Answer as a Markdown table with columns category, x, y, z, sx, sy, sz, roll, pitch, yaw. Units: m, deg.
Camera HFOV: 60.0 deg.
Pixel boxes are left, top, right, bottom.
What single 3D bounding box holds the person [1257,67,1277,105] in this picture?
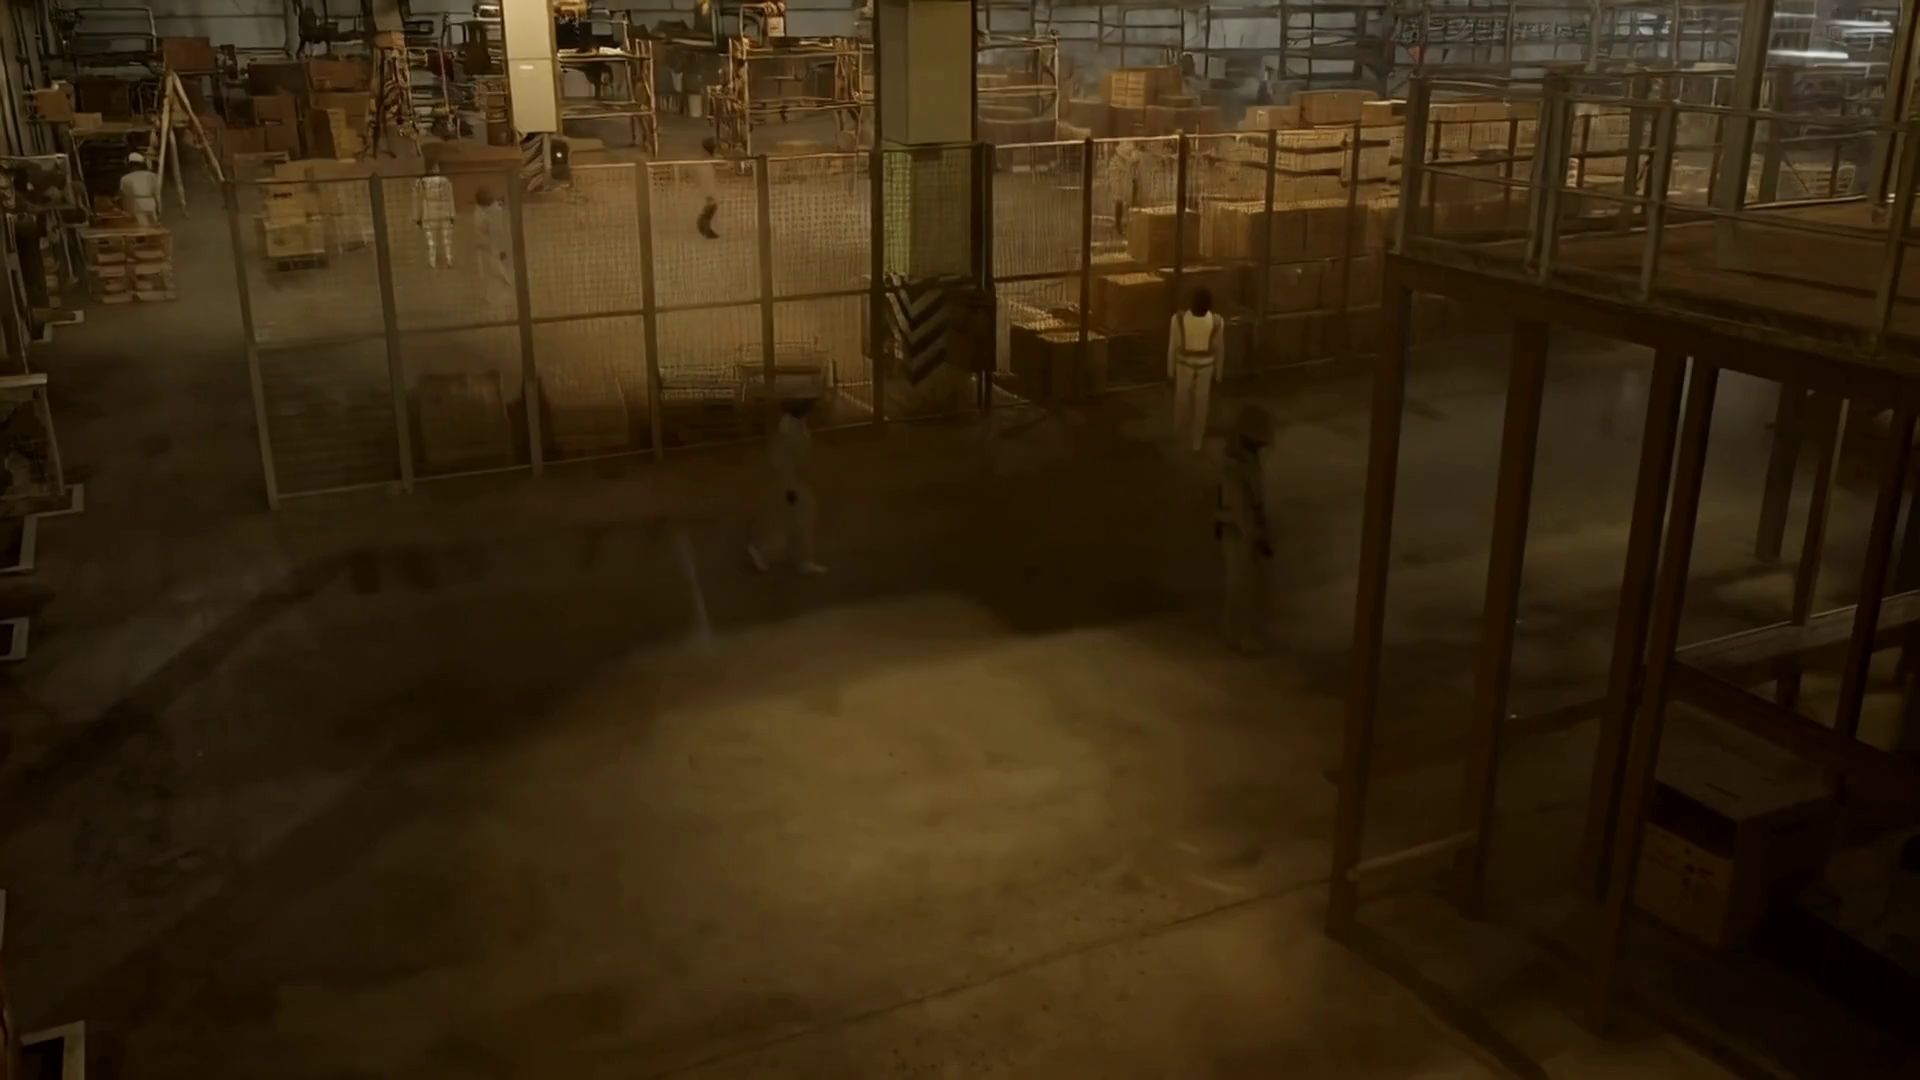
| category | x | y | z | sx | sy | sz | roll | pitch | yaw |
| --- | --- | --- | --- | --- | --- | --- | --- | --- | --- |
| person | 9.566 | -13.690 | 51.622 | 0.966 | 2.000 | 0.692 | -8 | 21 | -22 |

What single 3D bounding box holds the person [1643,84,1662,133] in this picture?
| category | x | y | z | sx | sy | sz | roll | pitch | yaw |
| --- | --- | --- | --- | --- | --- | --- | --- | --- | --- |
| person | 19.716 | -12.133 | 47.518 | 0.597 | 1.779 | 0.950 | -5 | 20 | -13 |

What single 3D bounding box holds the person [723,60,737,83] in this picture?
| category | x | y | z | sx | sy | sz | roll | pitch | yaw |
| --- | --- | --- | --- | --- | --- | --- | --- | --- | --- |
| person | -7.777 | -15.364 | 56.665 | 0.624 | 1.912 | 0.625 | -9 | 21 | -25 |

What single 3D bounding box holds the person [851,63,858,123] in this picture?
| category | x | y | z | sx | sy | sz | roll | pitch | yaw |
| --- | --- | --- | --- | --- | --- | --- | --- | --- | --- |
| person | -3.492 | -14.709 | 54.747 | 0.370 | 1.929 | 0.585 | 2 | 19 | 6 |

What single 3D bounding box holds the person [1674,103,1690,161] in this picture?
| category | x | y | z | sx | sy | sz | roll | pitch | yaw |
| --- | --- | --- | --- | --- | --- | --- | --- | --- | --- |
| person | 17.256 | -9.595 | 40.086 | 0.535 | 1.821 | 0.978 | -2 | 19 | -7 |

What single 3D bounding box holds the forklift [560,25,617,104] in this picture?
| category | x | y | z | sx | sy | sz | roll | pitch | yaw |
| --- | --- | --- | --- | --- | --- | --- | --- | --- | --- |
| forklift | -14.056 | -17.891 | 62.534 | 1.873 | 2.768 | 1.129 | -9 | 21 | -25 |

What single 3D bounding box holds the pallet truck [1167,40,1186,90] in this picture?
| category | x | y | z | sx | sy | sz | roll | pitch | yaw |
| --- | --- | --- | --- | --- | --- | --- | --- | --- | --- |
| pallet truck | 9.045 | -19.971 | 69.895 | 0.823 | 1.965 | 1.885 | -3 | 19 | -8 |

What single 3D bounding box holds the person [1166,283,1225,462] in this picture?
| category | x | y | z | sx | sy | sz | roll | pitch | yaw |
| --- | --- | --- | --- | --- | --- | --- | --- | --- | --- |
| person | 2.437 | -1.743 | 17.253 | 0.598 | 1.865 | 0.461 | 0 | 19 | 1 |

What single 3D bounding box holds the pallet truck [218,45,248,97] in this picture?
| category | x | y | z | sx | sy | sz | roll | pitch | yaw |
| --- | --- | --- | --- | --- | --- | --- | --- | --- | --- |
| pallet truck | -28.879 | -18.665 | 66.111 | 0.823 | 1.965 | 1.885 | -3 | 19 | -9 |

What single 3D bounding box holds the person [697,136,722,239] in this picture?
| category | x | y | z | sx | sy | sz | roll | pitch | yaw |
| --- | --- | --- | --- | --- | --- | --- | --- | --- | --- |
| person | -4.769 | -6.663 | 31.430 | 0.505 | 1.926 | 0.547 | 8 | 20 | 21 |

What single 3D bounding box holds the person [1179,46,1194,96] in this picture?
| category | x | y | z | sx | sy | sz | roll | pitch | yaw |
| --- | --- | --- | --- | --- | --- | --- | --- | --- | --- |
| person | 8.888 | -18.421 | 65.441 | 0.614 | 1.966 | 0.760 | 0 | 19 | 1 |

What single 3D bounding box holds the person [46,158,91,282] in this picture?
| category | x | y | z | sx | sy | sz | roll | pitch | yaw |
| --- | --- | --- | --- | --- | --- | --- | --- | --- | --- |
| person | -14.500 | -5.215 | 27.124 | 0.612 | 1.996 | 0.389 | -16 | 25 | -39 |

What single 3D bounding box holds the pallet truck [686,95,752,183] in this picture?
| category | x | y | z | sx | sy | sz | roll | pitch | yaw |
| --- | --- | --- | --- | --- | --- | --- | --- | --- | --- |
| pallet truck | -5.836 | -9.608 | 39.856 | 0.823 | 1.965 | 1.885 | 10 | 22 | 27 |

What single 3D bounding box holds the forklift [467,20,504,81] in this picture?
| category | x | y | z | sx | sy | sz | roll | pitch | yaw |
| --- | --- | --- | --- | --- | --- | --- | --- | --- | --- |
| forklift | -19.931 | -20.154 | 69.092 | 1.129 | 2.768 | 1.873 | 14 | 23 | 35 |

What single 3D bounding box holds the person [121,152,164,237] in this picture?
| category | x | y | z | sx | sy | sz | roll | pitch | yaw |
| --- | --- | --- | --- | --- | --- | --- | --- | --- | --- |
| person | -14.186 | -5.759 | 28.841 | 0.606 | 1.892 | 0.870 | -14 | 23 | -34 |

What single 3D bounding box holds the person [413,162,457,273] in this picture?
| category | x | y | z | sx | sy | sz | roll | pitch | yaw |
| --- | --- | --- | --- | --- | --- | --- | --- | --- | --- |
| person | -8.798 | -5.408 | 27.915 | 0.624 | 1.845 | 0.430 | -5 | 20 | -14 |

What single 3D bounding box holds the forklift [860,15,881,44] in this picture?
| category | x | y | z | sx | sy | sz | roll | pitch | yaw |
| --- | --- | --- | --- | --- | --- | --- | --- | --- | --- |
| forklift | -4.074 | -22.580 | 76.124 | 1.129 | 2.768 | 1.873 | -9 | 21 | -25 |

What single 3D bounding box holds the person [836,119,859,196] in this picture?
| category | x | y | z | sx | sy | sz | roll | pitch | yaw |
| --- | --- | --- | --- | --- | --- | --- | --- | --- | --- |
| person | -2.524 | -8.606 | 37.421 | 0.533 | 1.690 | 0.321 | 4 | 19 | 11 |

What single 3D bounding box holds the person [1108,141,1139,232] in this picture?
| category | x | y | z | sx | sy | sz | roll | pitch | yaw |
| --- | --- | --- | --- | --- | --- | --- | --- | --- | --- |
| person | 2.987 | -6.333 | 30.451 | 0.629 | 1.939 | 0.372 | -10 | 21 | -26 |

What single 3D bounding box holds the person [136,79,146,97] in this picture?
| category | x | y | z | sx | sy | sz | roll | pitch | yaw |
| --- | --- | --- | --- | --- | --- | --- | --- | --- | --- |
| person | -25.214 | -13.418 | 51.455 | 0.515 | 1.634 | 0.314 | 8 | 21 | 23 |

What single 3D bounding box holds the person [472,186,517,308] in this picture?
| category | x | y | z | sx | sy | sz | roll | pitch | yaw |
| --- | --- | --- | --- | --- | --- | --- | --- | --- | --- |
| person | -7.059 | -4.434 | 25.119 | 0.636 | 1.819 | 0.675 | 13 | 23 | 33 |

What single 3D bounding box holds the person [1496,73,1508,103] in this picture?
| category | x | y | z | sx | sy | sz | roll | pitch | yaw |
| --- | --- | --- | --- | --- | --- | --- | --- | --- | --- |
| person | 16.210 | -13.108 | 50.184 | 0.999 | 1.868 | 0.620 | 13 | 23 | 33 |

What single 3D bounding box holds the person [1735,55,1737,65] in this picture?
| category | x | y | z | sx | sy | sz | roll | pitch | yaw |
| --- | --- | --- | --- | --- | --- | --- | --- | --- | --- |
| person | 31.647 | -19.176 | 67.717 | 0.556 | 1.915 | 0.718 | -11 | 22 | -30 |

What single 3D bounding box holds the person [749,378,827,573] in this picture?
| category | x | y | z | sx | sy | sz | roll | pitch | yaw |
| --- | --- | --- | --- | --- | --- | --- | --- | --- | --- |
| person | -1.445 | -0.509 | 13.896 | 0.546 | 1.729 | 0.489 | 1 | 19 | 2 |

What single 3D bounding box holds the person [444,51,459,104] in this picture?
| category | x | y | z | sx | sy | sz | roll | pitch | yaw |
| --- | --- | --- | --- | --- | --- | --- | --- | --- | --- |
| person | -19.124 | -17.364 | 62.466 | 0.632 | 1.921 | 0.520 | 17 | 25 | 40 |

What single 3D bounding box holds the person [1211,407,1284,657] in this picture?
| category | x | y | z | sx | sy | sz | roll | pitch | yaw |
| --- | --- | --- | --- | --- | --- | --- | --- | --- | --- |
| person | 2.145 | -0.044 | 12.252 | 0.540 | 1.913 | 0.621 | 11 | 22 | 29 |
